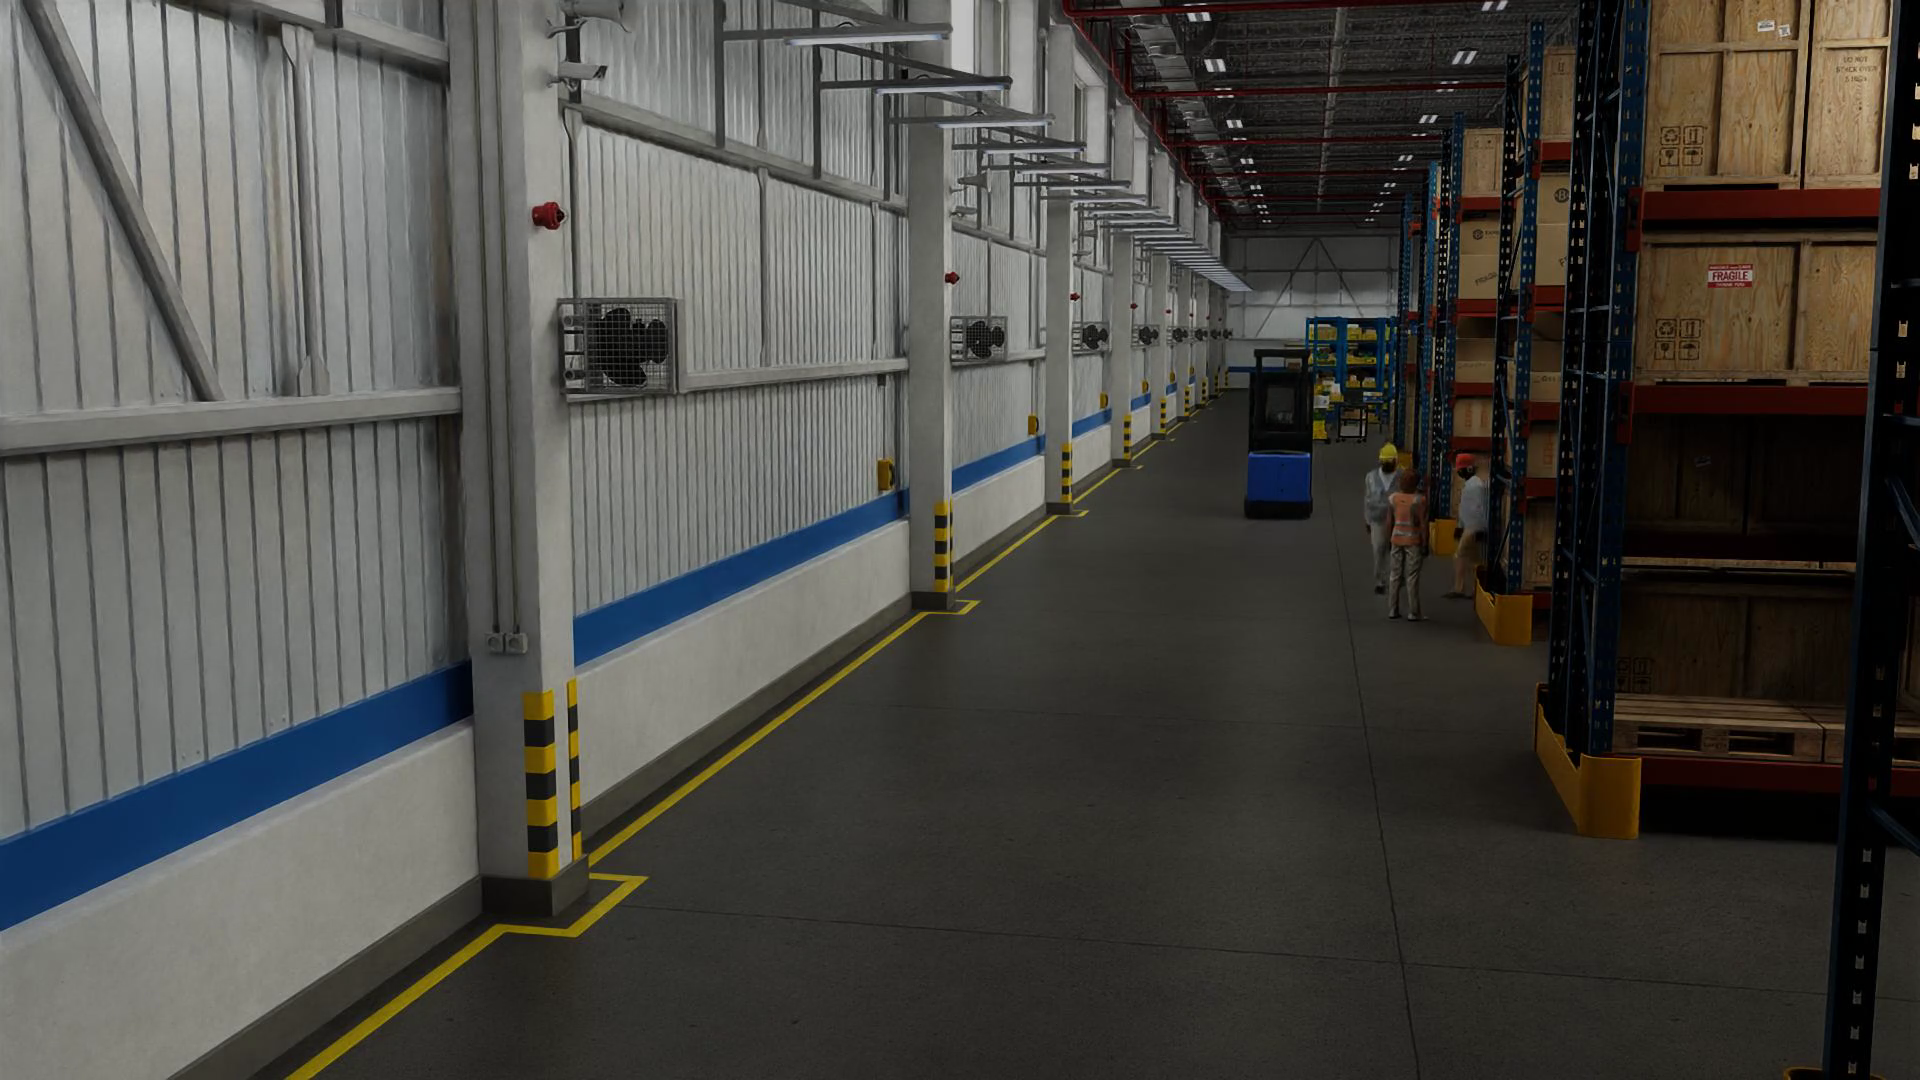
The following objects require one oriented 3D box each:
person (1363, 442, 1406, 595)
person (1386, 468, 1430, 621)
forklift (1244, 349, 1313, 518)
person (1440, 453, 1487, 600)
[{"bbox_3d":[5.098,-0.266,19.759,0.605,1.811,0.622,3,8,24],"label":"person"},{"bbox_3d":[4.816,0.052,17.883,0.306,1.644,0.522,-6,9,-41],"label":"person"},{"bbox_3d":[5.414,-1.839,28.110,1.129,2.768,1.873,1,7,12],"label":"forklift"},{"bbox_3d":[5.815,-0.150,19.175,0.655,1.719,0.577,1,7,12],"label":"person"}]
